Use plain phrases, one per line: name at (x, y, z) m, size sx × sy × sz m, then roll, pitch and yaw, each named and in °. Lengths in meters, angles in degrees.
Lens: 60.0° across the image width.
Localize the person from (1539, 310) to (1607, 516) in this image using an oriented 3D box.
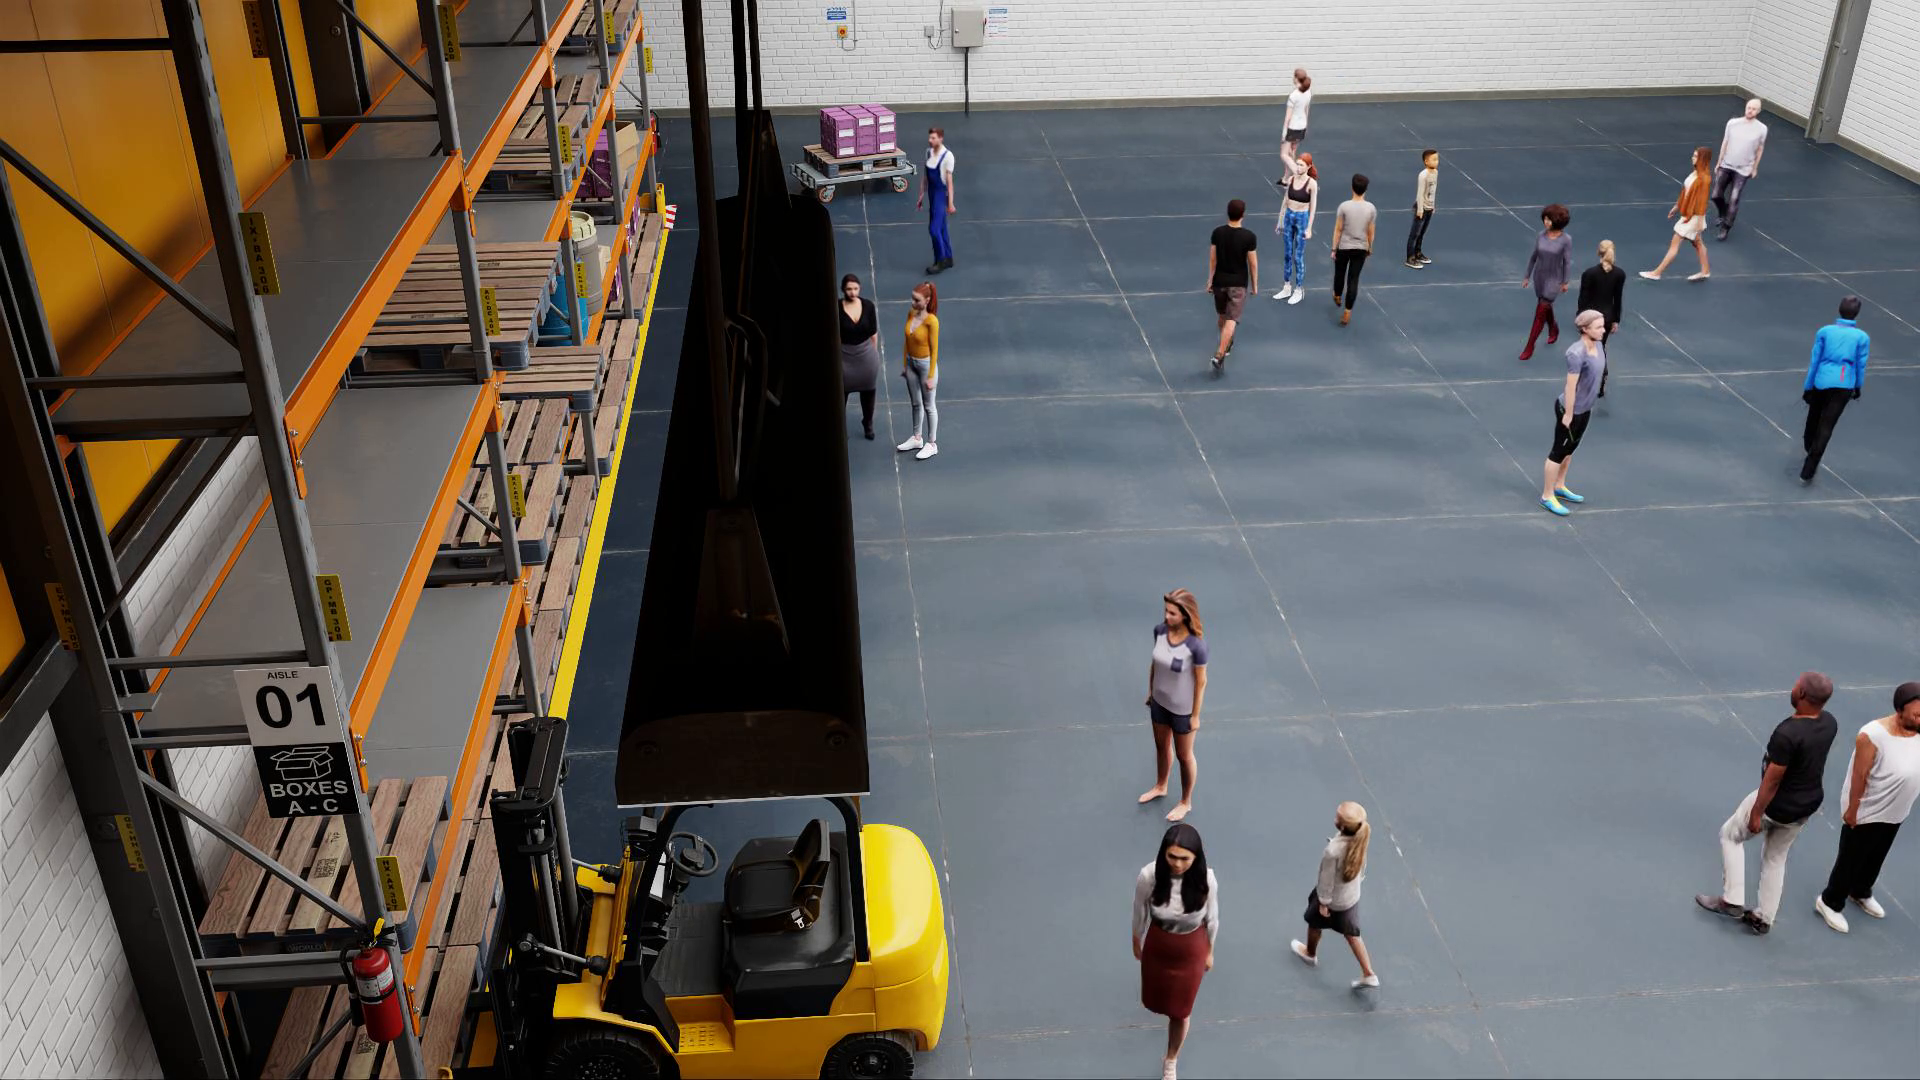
person at (5.525, -1.180, 14.962) m, size 0.800 × 1.888 × 0.746 m, roll 23°, pitch 36°, yaw 36°

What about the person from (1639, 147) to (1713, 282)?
person at (8.983, -3.920, 20.210) m, size 0.850 × 1.673 × 1.103 m, roll 4°, pitch 29°, yaw 8°

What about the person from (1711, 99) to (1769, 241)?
person at (10.214, -4.894, 21.843) m, size 0.975 × 1.821 × 1.049 m, roll 19°, pitch 34°, yaw 31°

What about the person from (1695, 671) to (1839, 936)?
person at (4.980, 1.630, 9.923) m, size 0.763 × 1.783 × 0.784 m, roll -15°, pitch 32°, yaw -25°

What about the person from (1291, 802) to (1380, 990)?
person at (2.243, 2.075, 9.656) m, size 0.744 × 1.257 × 0.926 m, roll -16°, pitch 33°, yaw -27°

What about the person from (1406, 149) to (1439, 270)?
person at (5.824, -4.185, 20.913) m, size 0.691 × 1.465 × 0.636 m, roll 23°, pitch 36°, yaw 36°

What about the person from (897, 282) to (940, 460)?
person at (-0.364, -1.638, 15.947) m, size 0.755 × 1.750 × 0.677 m, roll -23°, pitch 36°, yaw -36°

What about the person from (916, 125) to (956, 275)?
person at (-0.189, -4.255, 20.660) m, size 0.886 × 1.831 × 0.831 m, roll -20°, pitch 35°, yaw -32°

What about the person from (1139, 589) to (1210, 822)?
person at (1.437, 1.074, 10.996) m, size 0.752 × 1.729 × 0.661 m, roll -22°, pitch 36°, yaw -35°

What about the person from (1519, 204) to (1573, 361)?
person at (6.490, -2.850, 18.254) m, size 1.107 × 1.669 × 1.121 m, roll -25°, pitch 37°, yaw -38°

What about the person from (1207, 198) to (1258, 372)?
person at (2.876, -2.722, 17.846) m, size 1.052 × 1.835 × 1.293 m, roll 12°, pitch 31°, yaw 21°

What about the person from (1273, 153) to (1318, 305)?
person at (4.005, -3.711, 19.710) m, size 0.787 × 1.786 × 0.719 m, roll -24°, pitch 37°, yaw -36°

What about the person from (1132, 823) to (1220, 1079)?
person at (1.158, 2.184, 8.953) m, size 0.724 × 1.738 × 0.916 m, roll 4°, pitch 29°, yaw 7°

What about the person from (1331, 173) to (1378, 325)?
person at (4.494, -3.300, 19.072) m, size 0.809 × 1.675 × 1.137 m, roll 5°, pitch 29°, yaw 8°

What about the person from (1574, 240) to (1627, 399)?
person at (6.532, -2.196, 17.034) m, size 0.636 × 1.688 × 0.802 m, roll 0°, pitch 29°, yaw 0°

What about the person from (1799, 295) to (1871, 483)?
person at (8.083, -1.367, 15.458) m, size 1.112 × 1.743 × 1.227 m, roll 19°, pitch 34°, yaw 30°

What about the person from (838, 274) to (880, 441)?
person at (-1.048, -1.775, 16.197) m, size 0.739 × 1.752 × 0.718 m, roll -9°, pitch 30°, yaw -16°

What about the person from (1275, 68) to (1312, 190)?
person at (4.768, -5.764, 23.527) m, size 0.871 × 1.735 × 1.042 m, roll -18°, pitch 33°, yaw -30°

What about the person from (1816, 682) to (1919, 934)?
person at (5.592, 1.595, 10.086) m, size 0.726 × 1.688 × 0.710 m, roll -11°, pitch 31°, yaw -20°
